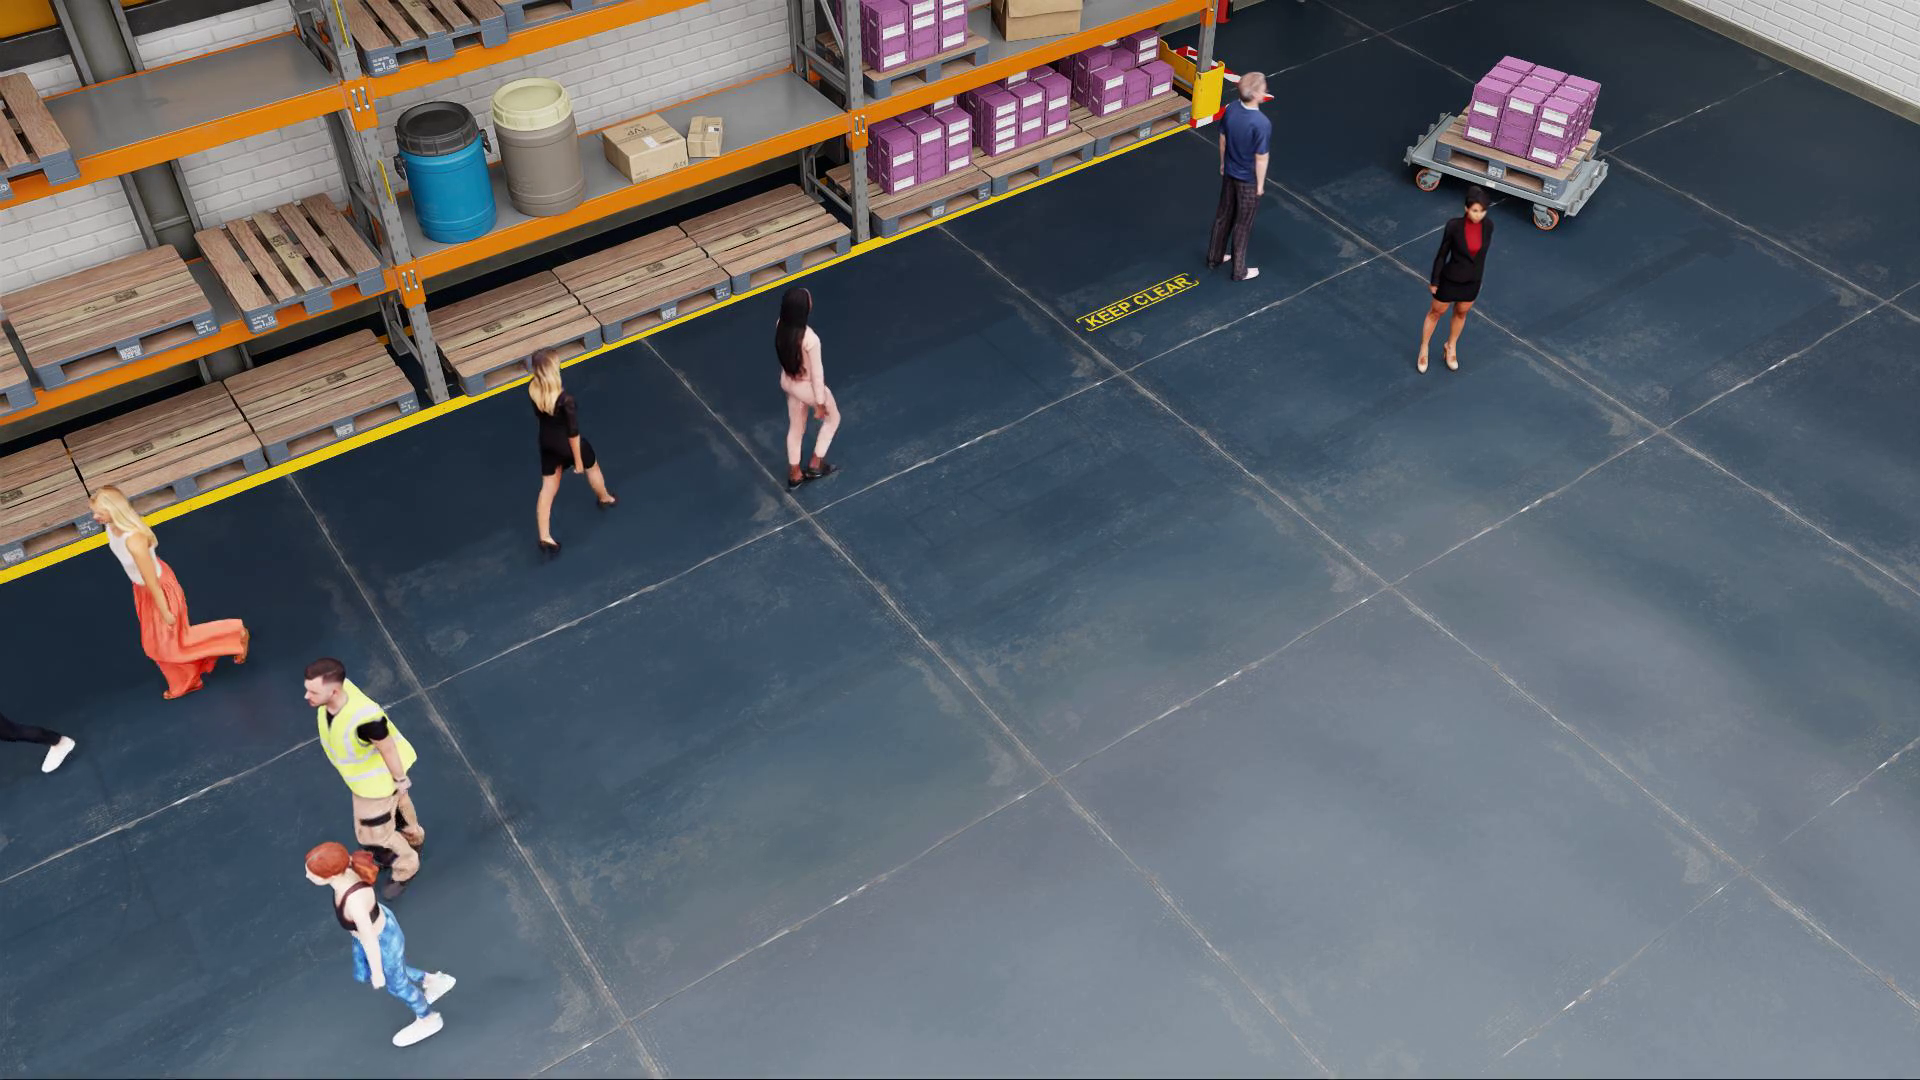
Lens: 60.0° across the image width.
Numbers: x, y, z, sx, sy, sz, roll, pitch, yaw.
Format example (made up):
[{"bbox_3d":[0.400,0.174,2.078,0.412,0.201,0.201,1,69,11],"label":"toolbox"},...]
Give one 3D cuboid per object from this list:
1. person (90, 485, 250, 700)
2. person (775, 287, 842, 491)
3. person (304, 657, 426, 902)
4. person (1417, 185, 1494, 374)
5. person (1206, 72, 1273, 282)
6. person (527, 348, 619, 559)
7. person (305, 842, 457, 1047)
[{"bbox_3d":[-4.983,0.298,10.532,0.875,1.787,0.679,-30,51,-27],"label":"person"},{"bbox_3d":[-1.188,-1.036,11.992,0.699,1.705,0.685,-33,53,-30],"label":"person"},{"bbox_3d":[-3.309,1.257,9.493,0.766,1.831,0.733,-32,52,-29],"label":"person"},{"bbox_3d":[3.910,-2.024,13.076,0.689,1.640,0.757,-4,44,-4],"label":"person"},{"bbox_3d":[2.373,-3.064,14.001,0.543,1.870,0.665,-29,51,-27],"label":"person"},{"bbox_3d":[-2.825,-0.582,11.568,0.878,1.634,1.111,21,47,21],"label":"person"},{"bbox_3d":[-2.939,2.080,8.673,0.689,1.771,0.571,-22,48,-22],"label":"person"}]
